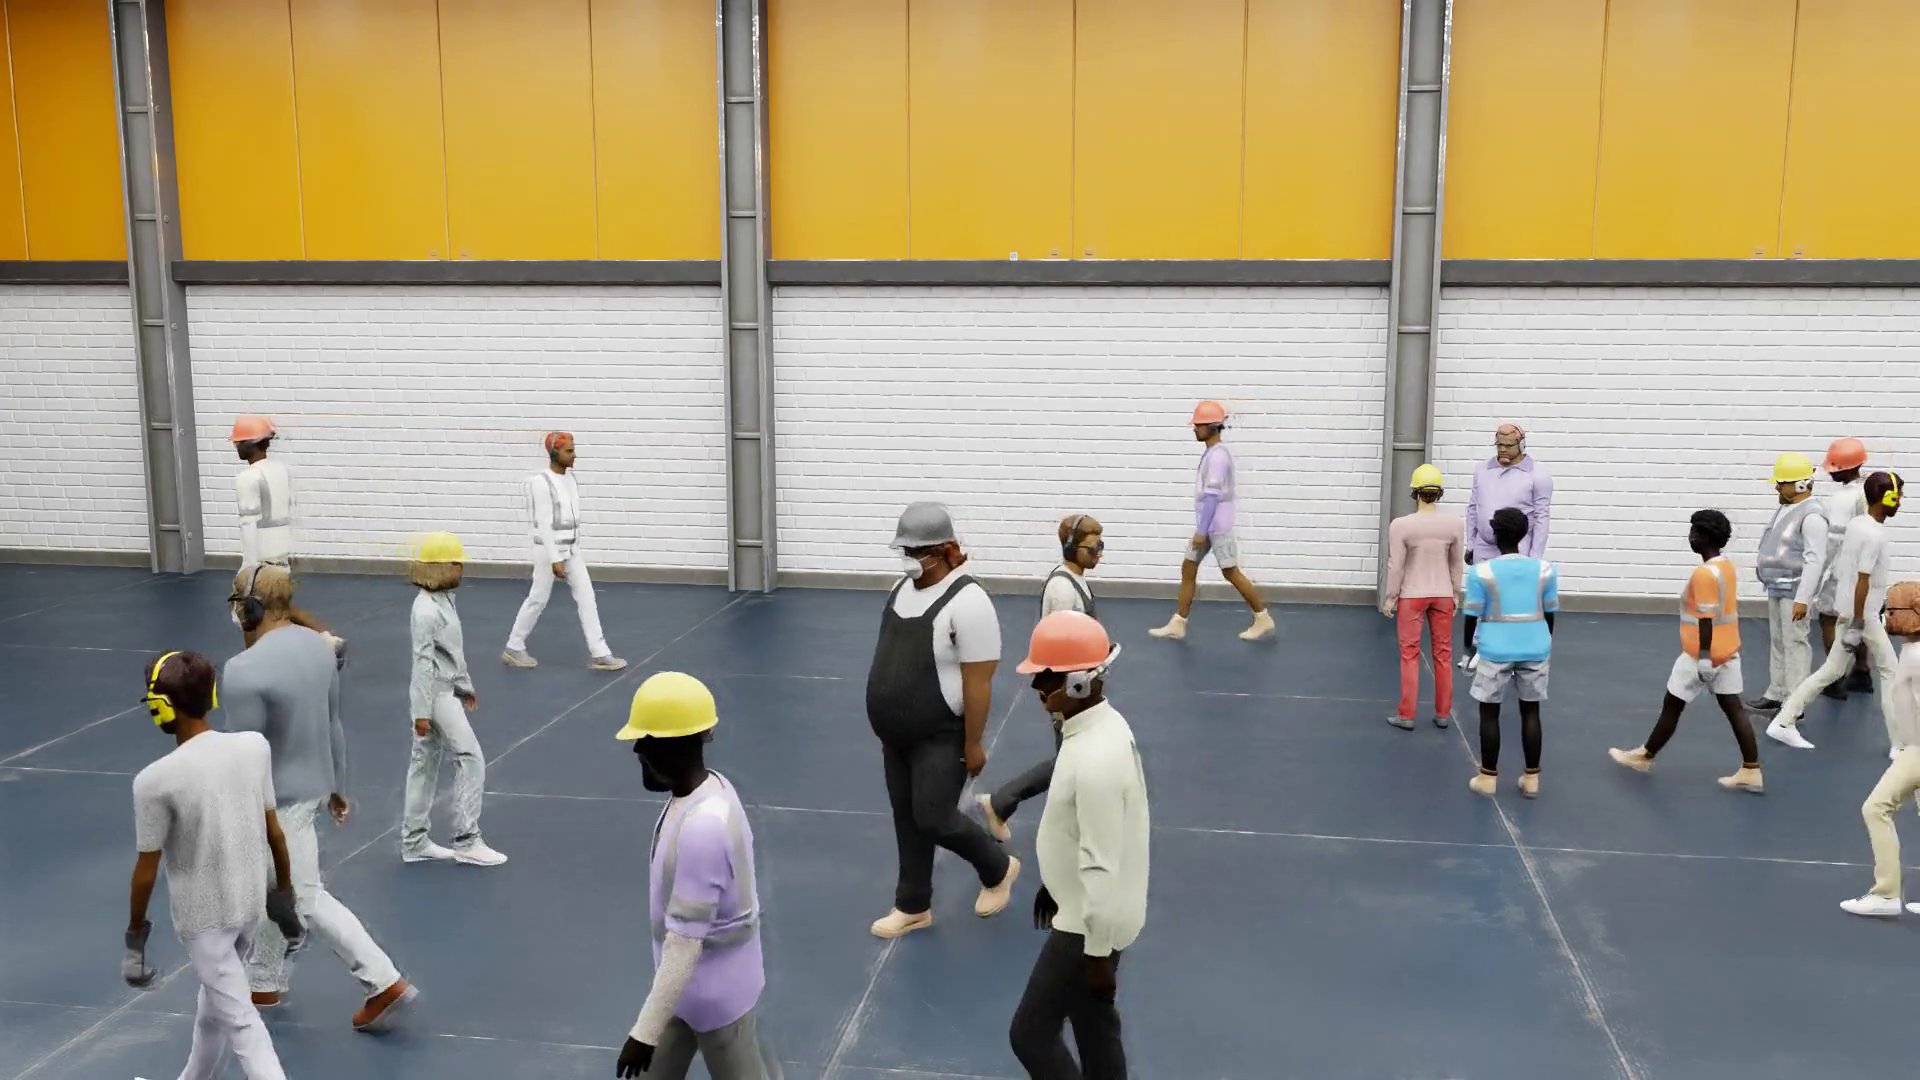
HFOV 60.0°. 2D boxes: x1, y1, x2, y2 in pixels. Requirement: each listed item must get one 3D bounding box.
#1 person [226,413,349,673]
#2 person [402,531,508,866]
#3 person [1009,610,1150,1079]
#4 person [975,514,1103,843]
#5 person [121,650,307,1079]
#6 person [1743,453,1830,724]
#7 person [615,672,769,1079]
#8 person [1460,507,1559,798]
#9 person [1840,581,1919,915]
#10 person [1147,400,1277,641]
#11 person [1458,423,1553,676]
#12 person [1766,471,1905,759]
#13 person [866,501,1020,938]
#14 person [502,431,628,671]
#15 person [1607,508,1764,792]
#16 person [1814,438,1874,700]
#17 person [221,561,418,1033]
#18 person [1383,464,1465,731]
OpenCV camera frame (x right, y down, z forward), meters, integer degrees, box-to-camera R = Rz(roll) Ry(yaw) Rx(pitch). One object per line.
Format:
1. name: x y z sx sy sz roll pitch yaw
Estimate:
1. person: -4.939 0.090 12.041 0.807 2.023 0.613 1 9 6
2. person: -2.576 0.808 8.475 0.661 1.720 0.493 -2 9 -14
3. person: 0.372 1.194 5.354 0.466 1.966 0.632 2 9 9
4. person: 0.472 0.757 8.548 0.675 1.826 0.529 1 9 8
5. person: -2.492 1.250 5.513 1.015 1.806 0.530 4 10 24
6. person: 5.561 0.325 11.168 0.403 1.822 0.589 1 9 7
7. person: -0.793 1.312 4.932 0.978 1.875 0.590 -3 10 -17
8. person: 3.149 0.653 9.568 0.552 1.680 0.369 0 9 0
9. person: 4.434 0.991 7.747 0.612 1.596 0.514 5 11 29
10. person: 2.115 -0.143 13.562 1.046 1.999 0.610 0 9 -1
11. person: 4.088 0.066 12.521 0.639 1.903 0.407 9 13 43
12. person: 5.598 0.463 10.374 0.956 1.819 0.483 2 9 12
13. person: -0.120 0.803 7.541 0.641 2.000 0.690 -6 11 -34
14. person: -3.066 0.089 12.614 0.999 1.837 0.580 4 10 21
15. person: 4.347 0.634 9.775 0.886 1.641 0.549 8 12 41
16. person: 6.277 0.201 11.733 0.618 1.883 0.379 -7 12 -37
17. person: -2.616 1.024 6.630 0.926 1.908 0.633 1 9 4
18. person: 3.059 0.381 10.988 0.523 1.769 0.319 -1 9 -6
